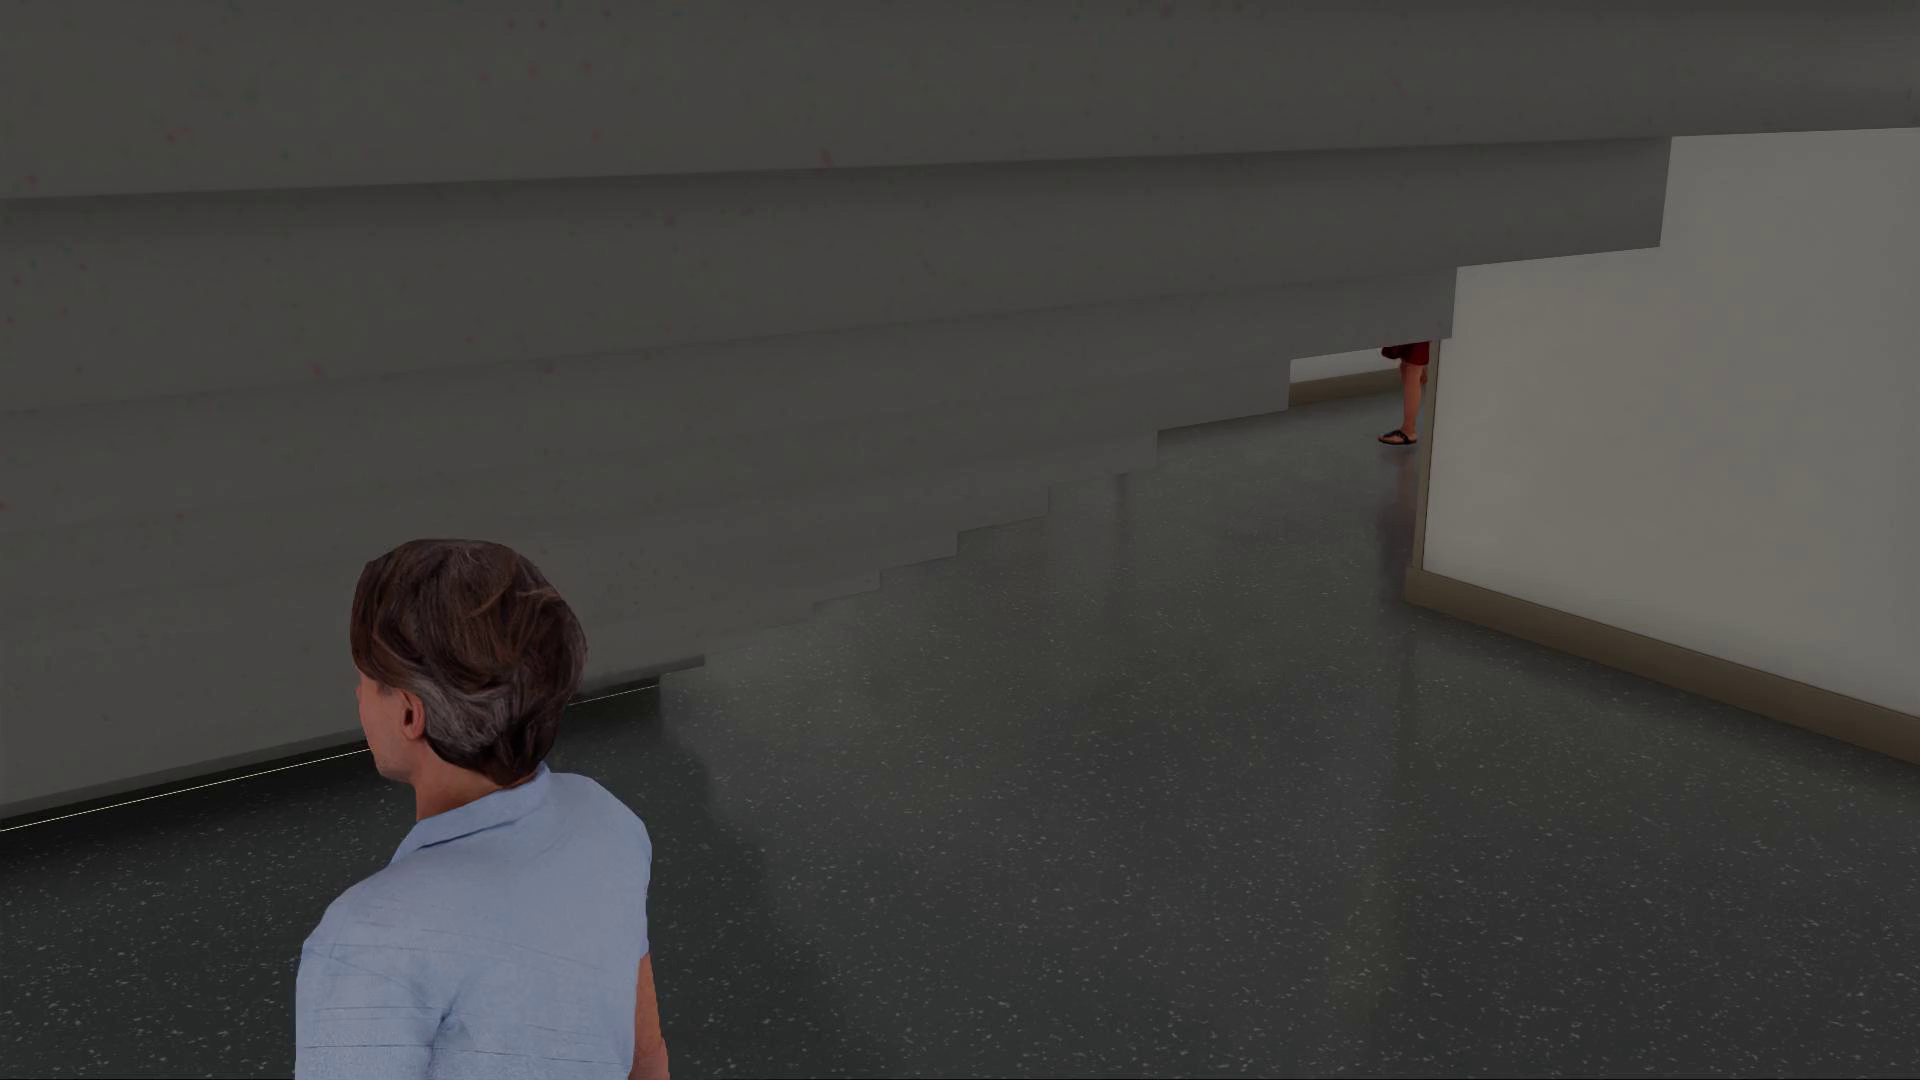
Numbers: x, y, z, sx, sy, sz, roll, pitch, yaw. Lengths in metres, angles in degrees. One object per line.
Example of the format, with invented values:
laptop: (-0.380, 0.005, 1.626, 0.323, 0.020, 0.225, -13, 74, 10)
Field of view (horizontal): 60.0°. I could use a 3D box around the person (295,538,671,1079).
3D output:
person: (-0.395, 0.917, 1.822, 1.283, 1.791, 1.115, 5, 17, 18)
